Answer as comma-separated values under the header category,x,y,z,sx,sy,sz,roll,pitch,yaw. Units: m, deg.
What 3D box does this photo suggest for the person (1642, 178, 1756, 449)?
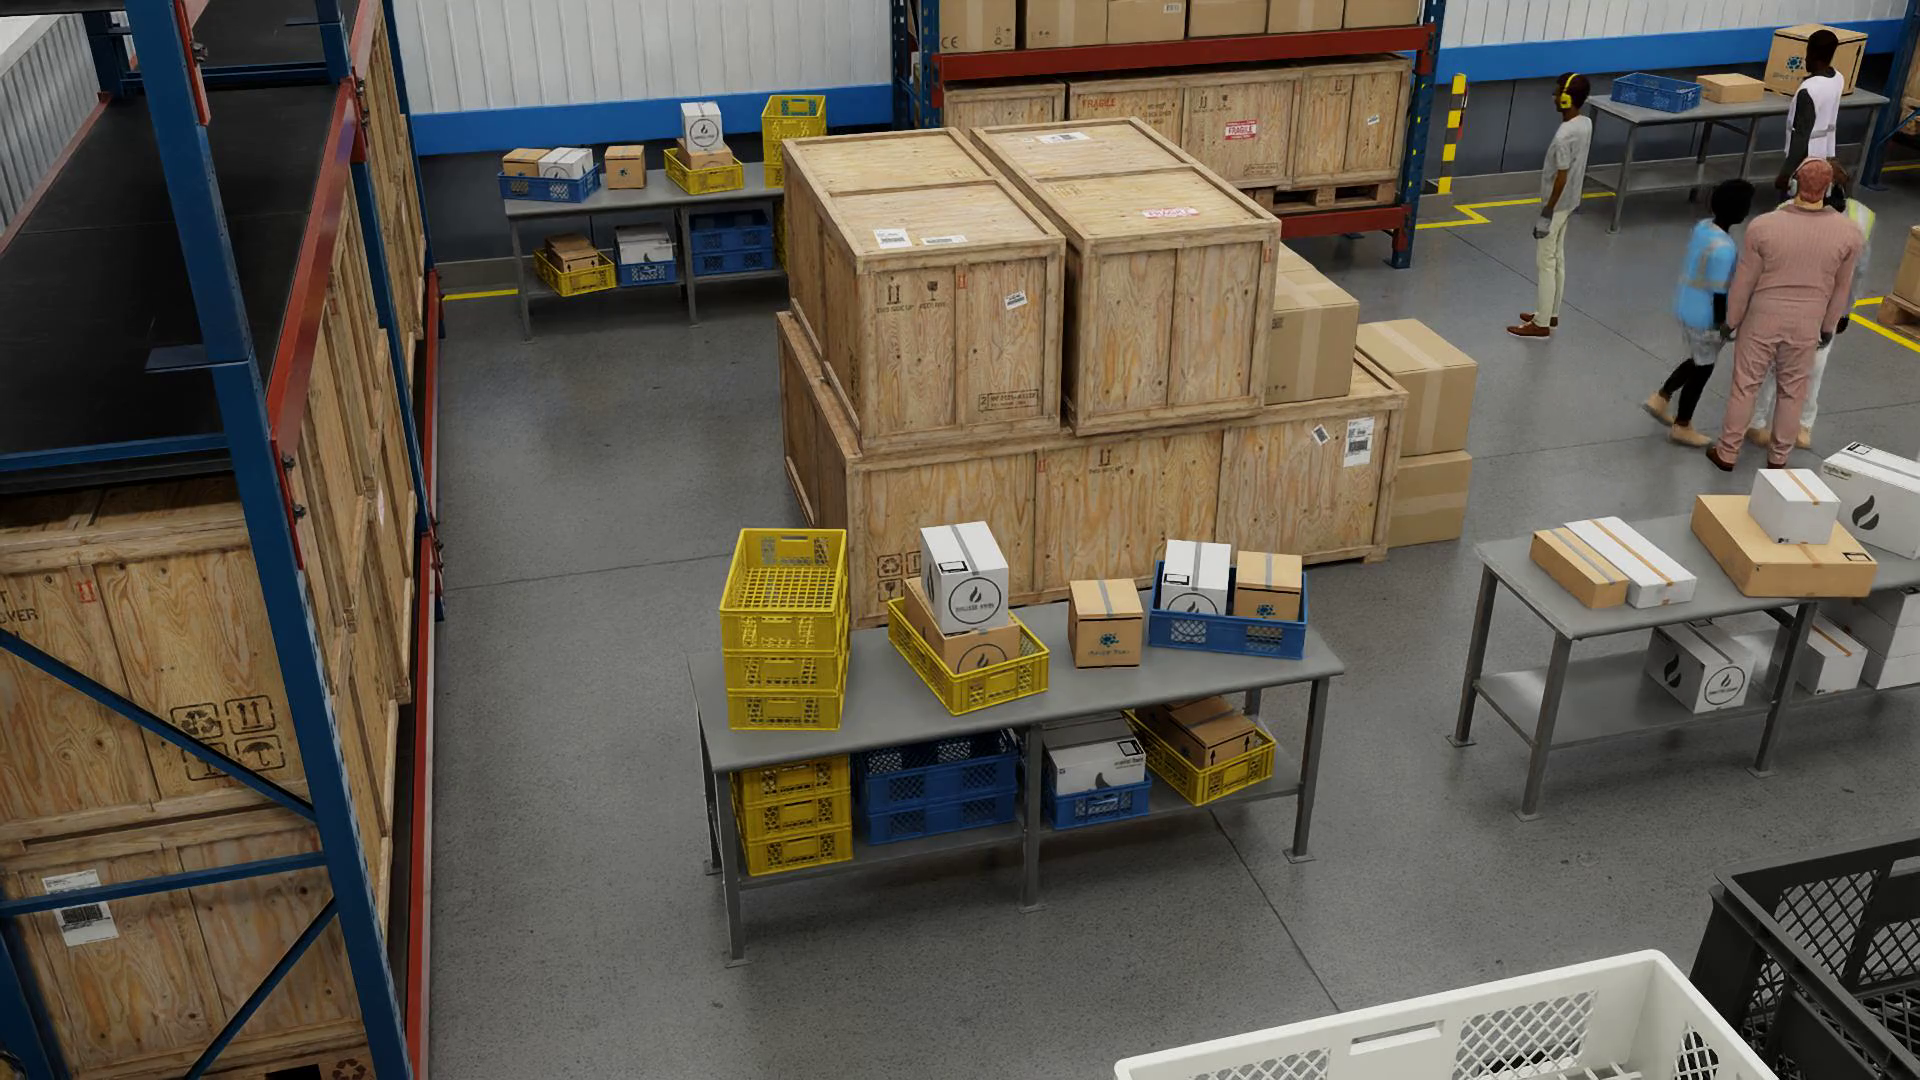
category,x,y,z,sx,sy,sz,roll,pitch,yaw
person,4.541,-1.372,10.114,0.352,1.684,0.555,4,29,7

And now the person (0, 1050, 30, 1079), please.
category,x,y,z,sx,sy,sz,roll,pitch,yaw
person,-2.124,1.906,3.924,0.374,1.933,0.625,23,36,35

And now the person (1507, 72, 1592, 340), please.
category,x,y,z,sx,sy,sz,roll,pitch,yaw
person,4.173,-2.335,11.685,0.312,1.866,0.538,19,34,30

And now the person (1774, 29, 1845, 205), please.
category,x,y,z,sx,sy,sz,roll,pitch,yaw
person,6.402,-2.889,12.642,0.399,1.915,0.589,25,37,37

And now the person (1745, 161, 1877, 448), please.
category,x,y,z,sx,sy,sz,roll,pitch,yaw
person,5.101,-1.404,10.068,0.627,1.813,0.485,4,29,7

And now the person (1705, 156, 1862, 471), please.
category,x,y,z,sx,sy,sz,roll,pitch,yaw
person,4.815,-1.301,9.767,0.639,1.908,0.407,6,29,10
